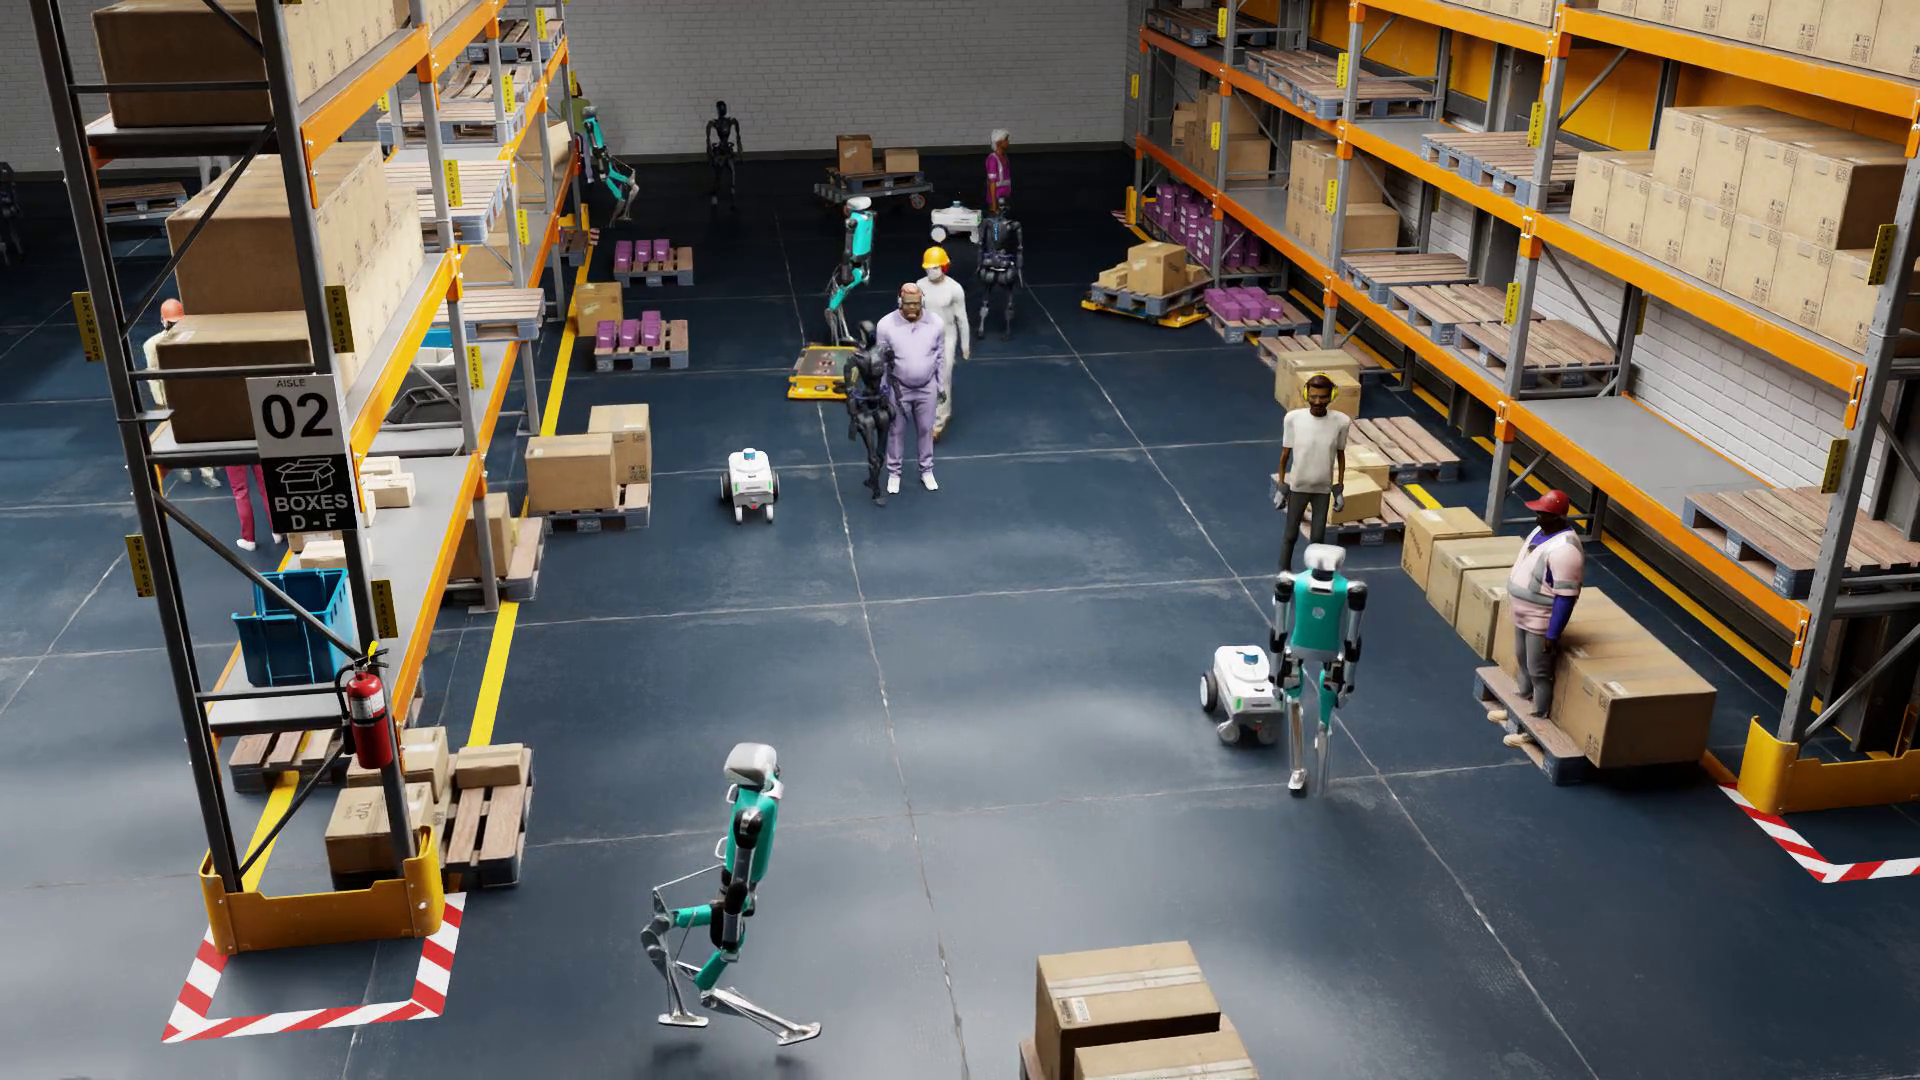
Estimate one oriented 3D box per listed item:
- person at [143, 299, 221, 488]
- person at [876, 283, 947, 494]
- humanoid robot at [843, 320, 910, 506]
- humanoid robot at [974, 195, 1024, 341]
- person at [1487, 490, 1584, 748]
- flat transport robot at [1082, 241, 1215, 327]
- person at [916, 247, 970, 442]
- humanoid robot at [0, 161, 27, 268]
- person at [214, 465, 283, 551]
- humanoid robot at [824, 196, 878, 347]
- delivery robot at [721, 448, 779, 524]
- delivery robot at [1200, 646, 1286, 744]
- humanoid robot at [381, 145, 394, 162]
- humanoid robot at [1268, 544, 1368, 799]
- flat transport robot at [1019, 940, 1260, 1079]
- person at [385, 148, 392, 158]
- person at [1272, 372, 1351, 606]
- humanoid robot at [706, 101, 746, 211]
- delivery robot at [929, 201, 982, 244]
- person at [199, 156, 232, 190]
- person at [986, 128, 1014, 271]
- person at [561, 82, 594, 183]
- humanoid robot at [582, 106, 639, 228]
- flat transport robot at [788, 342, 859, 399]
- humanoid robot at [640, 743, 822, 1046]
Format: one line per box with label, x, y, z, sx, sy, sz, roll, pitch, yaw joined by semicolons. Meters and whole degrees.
person;-6.857;-1.293;14.780;0.380;1.740;0.581;21;31;39
person;-0.423;-1.337;14.691;0.650;1.904;0.407;-5;24;-11
humanoid robot;-0.741;-1.135;14.547;0.609;1.651;0.557;-18;29;-35
humanoid robot;0.435;-3.106;19.003;0.611;1.641;0.384;9;25;20
person;3.711;0.496;10.700;0.420;1.751;0.628;0;24;-1
flat transport robot;2.243;-2.841;20.151;1.431;0.231;0.659;19;30;36
person;-0.255;-1.883;15.993;0.577;1.849;0.939;11;26;23
humanoid robot;-12.758;-4.426;22.016;0.601;1.648;0.404;-22;32;-40
person;-5.854;-0.710;13.595;0.498;1.633;0.279;-18;29;-35
humanoid robot;-1.311;-2.965;18.695;0.774;1.835;0.543;13;27;27
delivery robot;-1.821;-0.506;14.476;0.499;0.595;0.792;-4;24;-10
delivery robot;1.898;0.995;11.066;0.523;0.603;0.774;-2;24;-4
humanoid robot;-7.594;-4.608;22.471;0.601;1.627;0.667;4;24;9
humanoid robot;2.144;0.811;10.110;0.536;1.878;0.718;6;24;13
flat transport robot;0.854;2.790;7.323;1.431;0.231;0.659;-4;24;-9
person;-7.782;-5.077;23.430;0.620;1.719;0.688;3;24;6
person;2.646;-0.373;12.537;0.519;1.869;0.317;3;24;7
humanoid robot;-3.603;-5.882;25.367;0.610;1.632;0.720;-12;26;-25
delivery robot;-0.082;-4.492;23.574;0.784;0.609;0.499;2;24;4
person;-11.517;-6.097;25.663;0.620;1.814;0.632;11;26;24
person;0.524;-4.502;21.974;0.337;1.845;0.512;8;25;18
person;-6.225;-6.645;27.127;0.493;1.625;0.278;-1;24;-3
humanoid robot;-5.004;-5.392;24.220;0.858;1.808;0.552;-1;24;-3
flat transport robot;-1.422;-1.812;17.807;0.659;0.231;1.431;1;24;2
humanoid robot;-1.197;1.739;7.899;1.046;1.722;0.540;2;24;4
